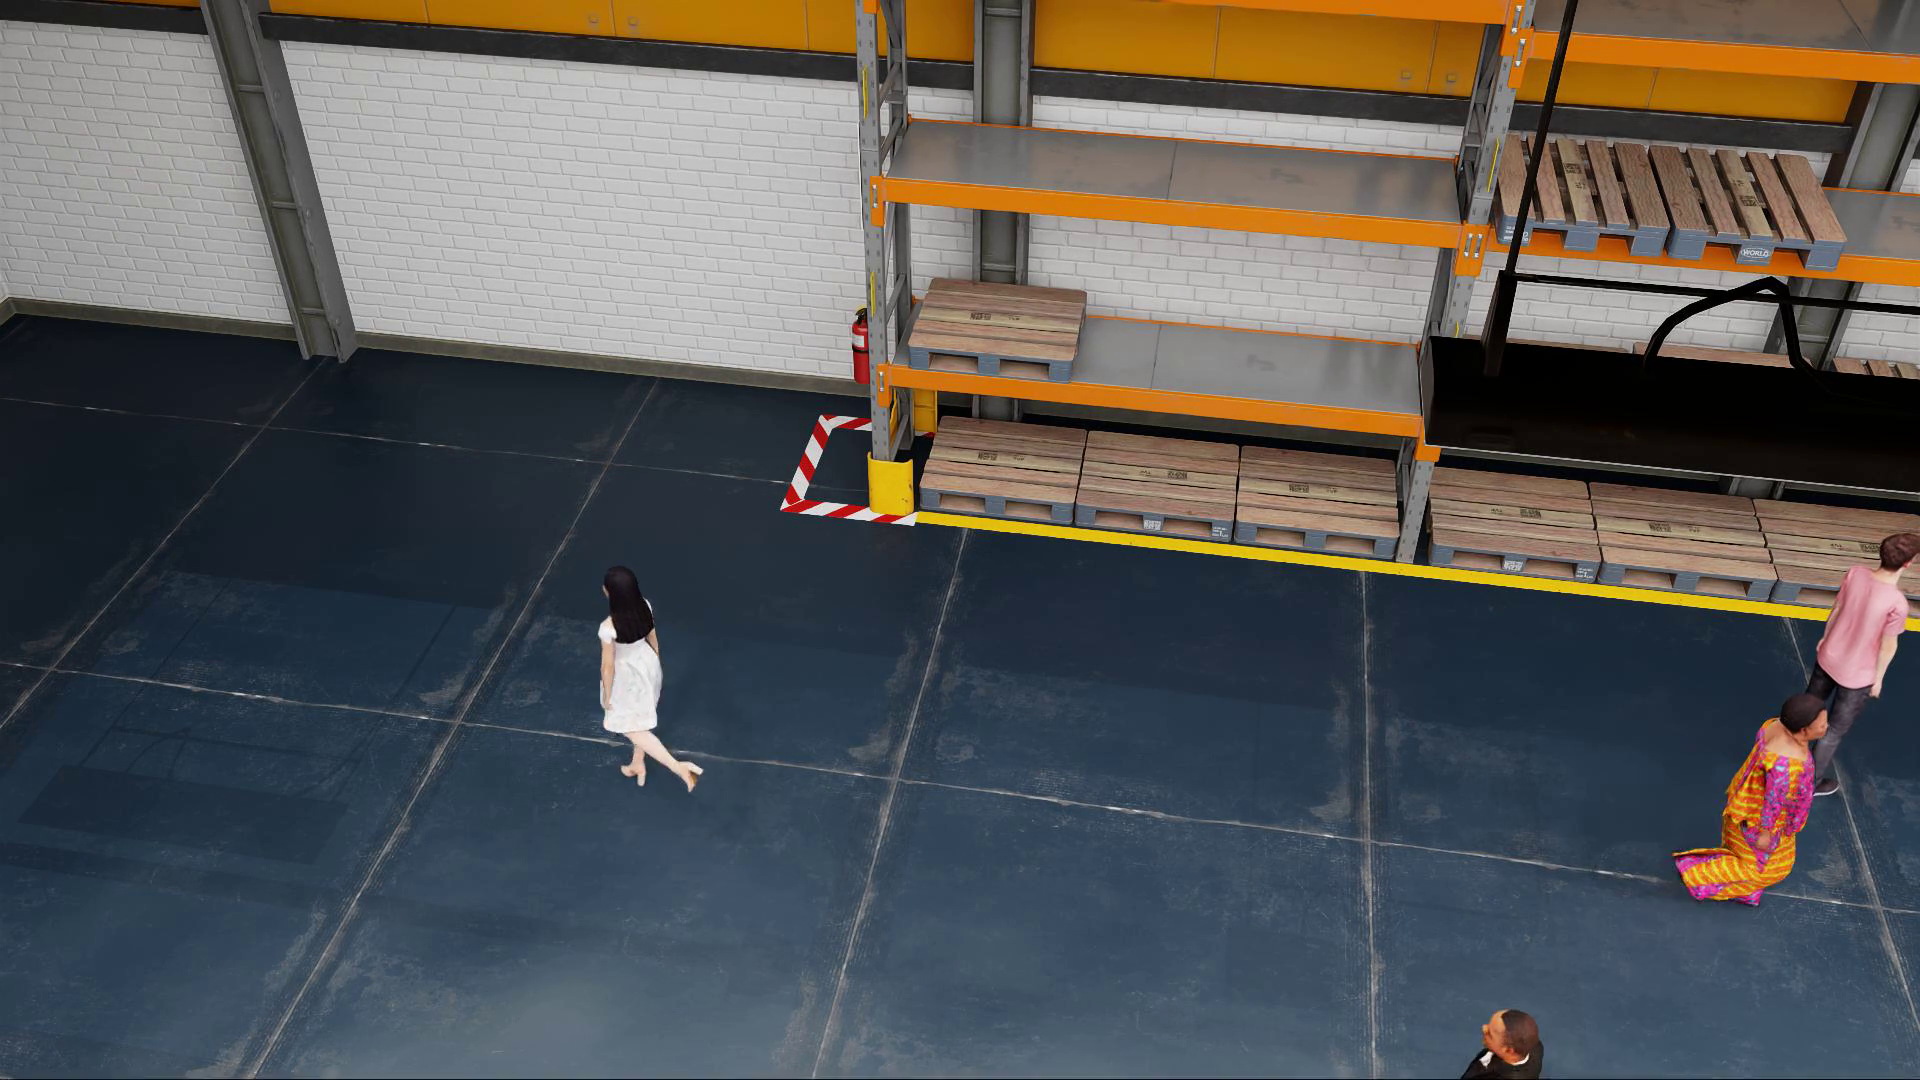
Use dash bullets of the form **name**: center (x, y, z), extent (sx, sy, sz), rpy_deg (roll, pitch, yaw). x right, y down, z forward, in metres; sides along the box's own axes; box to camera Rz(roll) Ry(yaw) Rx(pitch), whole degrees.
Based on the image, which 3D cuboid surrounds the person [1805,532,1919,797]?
- **person**: center (5.413, 0.757, 10.163), extent (0.710, 1.957, 0.707), rpy_deg (-12, 40, -15)

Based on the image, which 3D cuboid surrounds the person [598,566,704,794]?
- **person**: center (-1.933, 0.916, 10.122), extent (1.056, 1.760, 0.874), rpy_deg (25, 45, 28)

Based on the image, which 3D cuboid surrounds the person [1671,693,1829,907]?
- **person**: center (4.511, 1.505, 9.467), extent (0.880, 1.658, 0.741), rpy_deg (13, 41, 16)
